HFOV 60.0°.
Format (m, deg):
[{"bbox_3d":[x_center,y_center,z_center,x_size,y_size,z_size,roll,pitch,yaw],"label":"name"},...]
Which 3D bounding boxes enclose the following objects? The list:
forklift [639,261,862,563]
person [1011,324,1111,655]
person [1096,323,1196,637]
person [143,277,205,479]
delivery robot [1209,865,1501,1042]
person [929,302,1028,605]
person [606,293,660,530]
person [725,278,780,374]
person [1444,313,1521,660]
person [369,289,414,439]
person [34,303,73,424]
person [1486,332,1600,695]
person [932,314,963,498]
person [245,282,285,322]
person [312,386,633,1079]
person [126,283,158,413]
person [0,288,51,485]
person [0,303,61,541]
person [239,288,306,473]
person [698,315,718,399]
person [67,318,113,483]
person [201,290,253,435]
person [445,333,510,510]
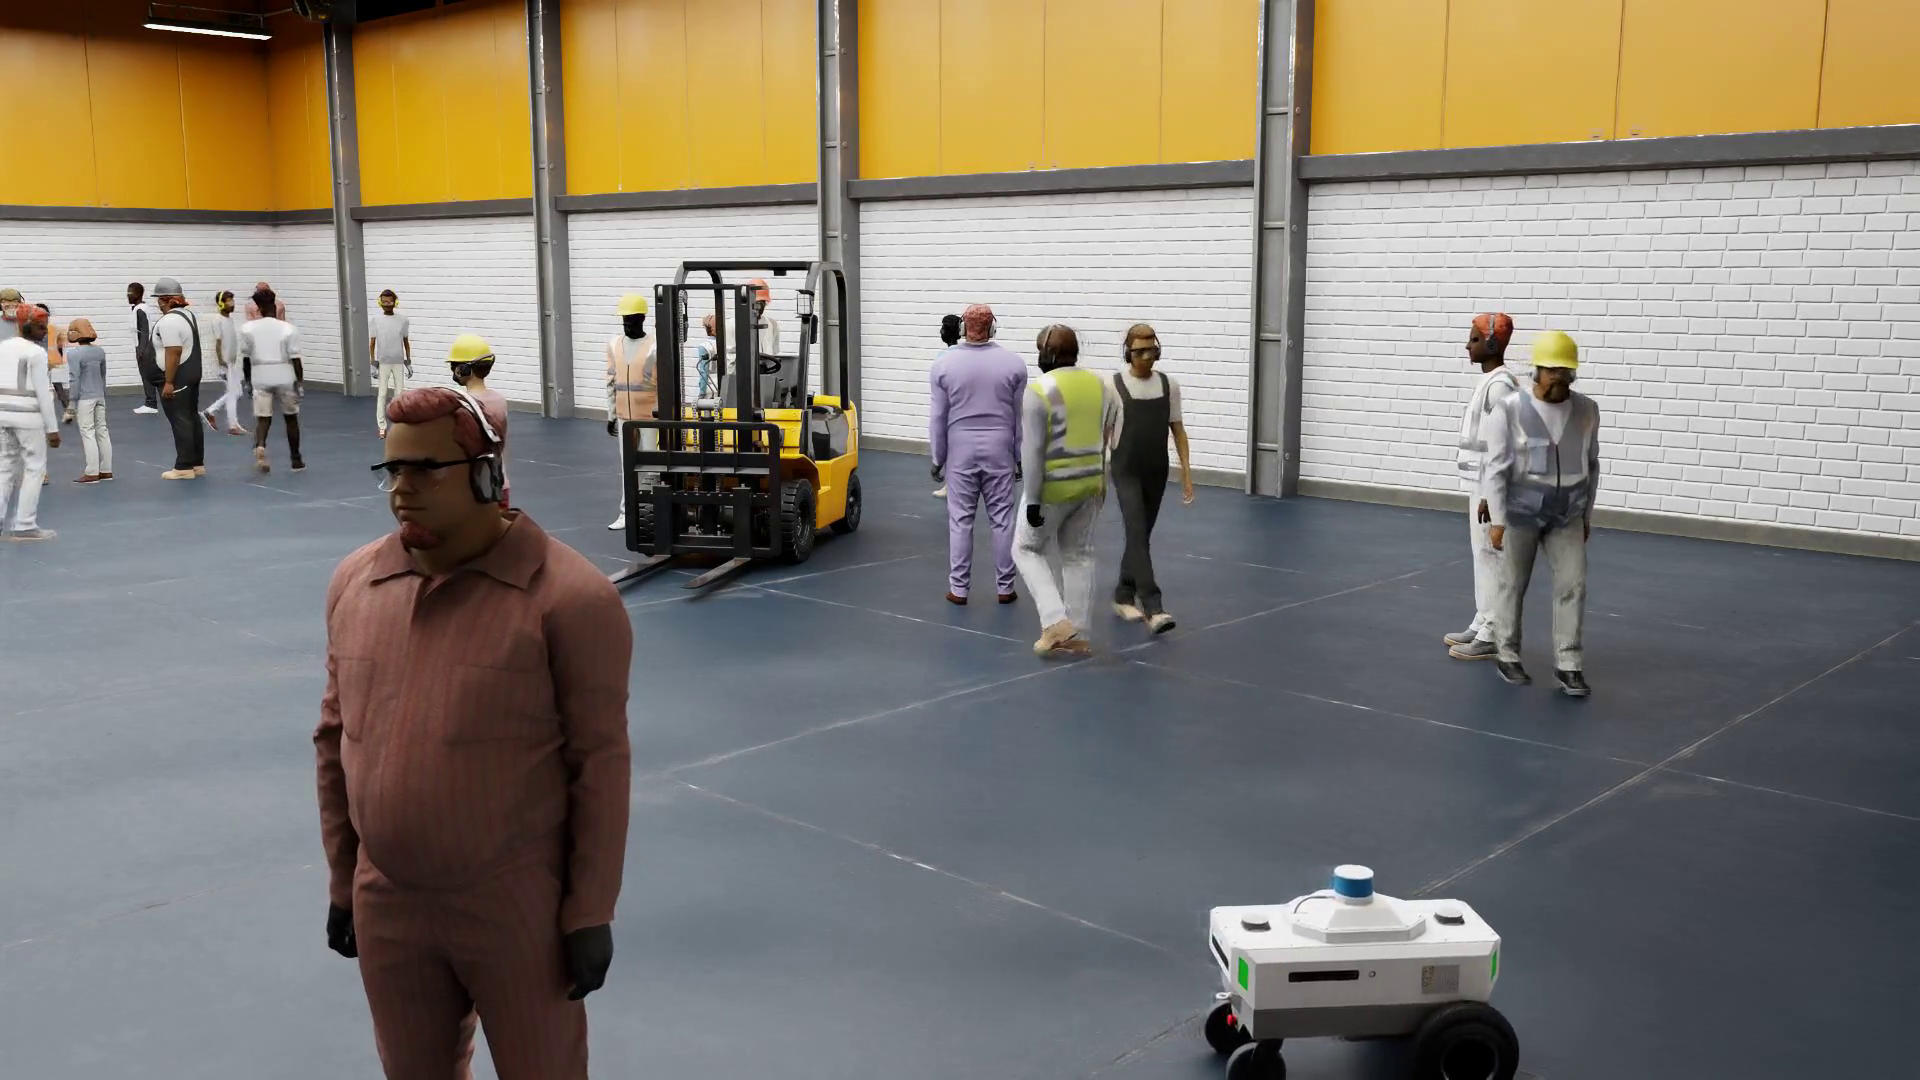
[{"bbox_3d":[-1.552,-1.040,12.721,1.214,2.155,2.313,2,9,11],"label":"forklift"},{"bbox_3d":[0.549,-0.261,9.094,0.635,1.827,0.441,-8,12,-39],"label":"person"},{"bbox_3d":[1.088,-0.350,9.692,0.519,1.794,0.924,-4,10,-22],"label":"person"},{"bbox_3d":[-7.981,-1.639,16.864,0.536,2.000,0.688,-1,9,-5],"label":"person"},{"bbox_3d":[1.021,1.096,4.352,0.707,0.478,0.477,-1,9,-5],"label":"delivery robot"},{"bbox_3d":[0.122,-0.538,10.517,0.636,1.911,0.406,-1,9,-4],"label":"person"},{"bbox_3d":[-2.598,-1.024,13.437,0.587,1.928,0.382,3,10,20],"label":"person"},{"bbox_3d":[-1.888,-1.395,15.371,0.607,2.039,0.380,-8,12,-42],"label":"person"},{"bbox_3d":[2.868,-0.289,9.062,0.343,1.882,0.585,2,10,13],"label":"person"},{"bbox_3d":[-7.134,-2.206,20.880,0.513,1.866,0.331,-5,11,-30],"label":"person"},{"bbox_3d":[-12.491,-2.414,22.786,0.864,1.661,0.541,6,11,33],"label":"person"},{"bbox_3d":[2.918,-0.122,8.283,0.613,1.806,0.736,0,9,0],"label":"person"},{"bbox_3d":[-0.069,-1.241,15.468,0.318,1.700,0.535,4,10,24],"label":"person"},{"bbox_3d":[-11.467,-3.304,27.481,0.641,1.910,0.401,-7,12,-36],"label":"person"},{"bbox_3d":[-0.942,0.663,3.158,0.643,1.908,0.408,2,10,15],"label":"person"},{"bbox_3d":[-12.036,-2.825,24.505,0.377,1.917,0.599,-5,10,-27],"label":"person"},{"bbox_3d":[-9.199,-1.481,16.226,0.627,1.934,0.372,-6,11,-35],"label":"person"},{"bbox_3d":[-7.340,-0.903,12.926,0.716,1.855,0.440,4,10,24],"label":"person"},{"bbox_3d":[-7.091,-1.629,17.155,0.630,1.928,0.735,-2,9,-12],"label":"person"},{"bbox_3d":[-2.564,-1.545,17.513,0.308,1.640,0.511,6,11,31],"label":"person"},{"bbox_3d":[-8.663,-1.380,16.519,0.285,1.633,0.500,1,9,8],"label":"person"},{"bbox_3d":[-9.391,-2.247,21.180,0.599,1.851,0.520,0,9,0],"label":"person"},{"bbox_3d":[-2.668,-0.252,9.200,0.312,1.768,0.529,2,9,12],"label":"person"}]
